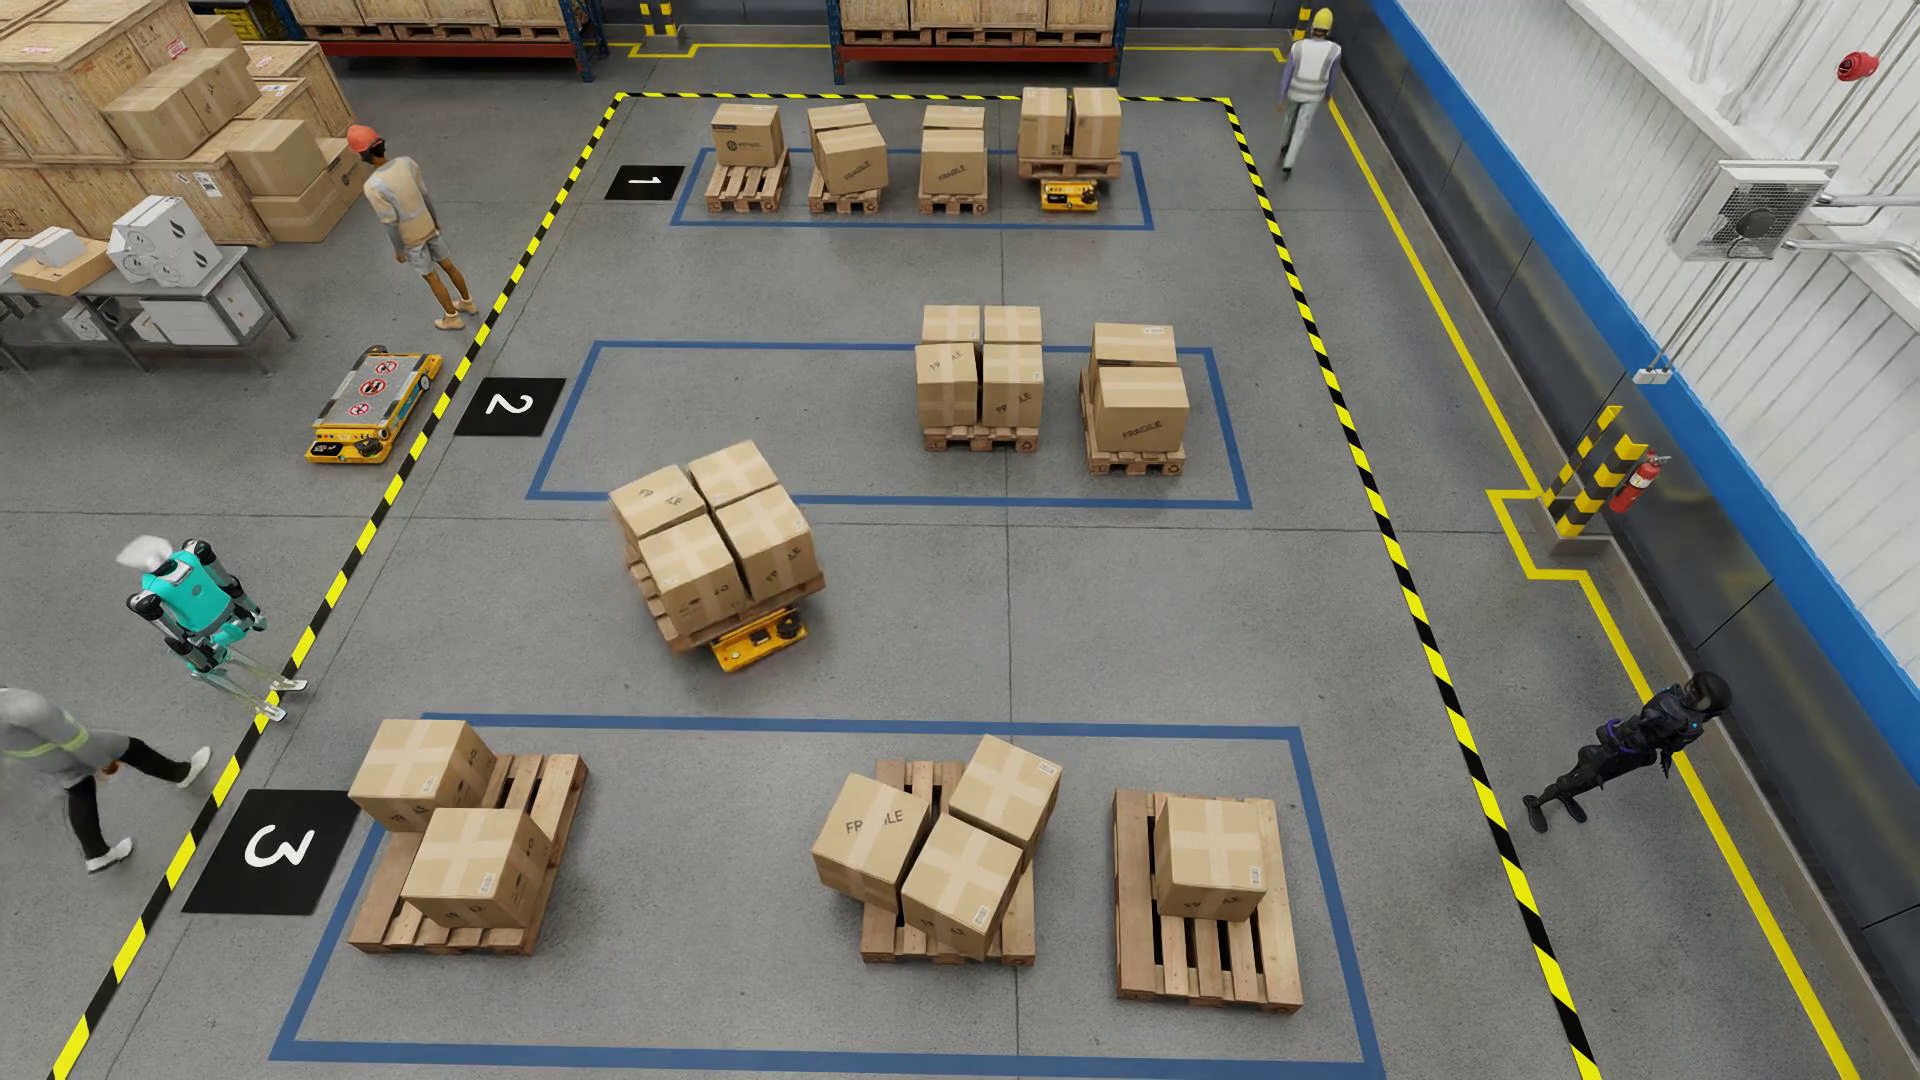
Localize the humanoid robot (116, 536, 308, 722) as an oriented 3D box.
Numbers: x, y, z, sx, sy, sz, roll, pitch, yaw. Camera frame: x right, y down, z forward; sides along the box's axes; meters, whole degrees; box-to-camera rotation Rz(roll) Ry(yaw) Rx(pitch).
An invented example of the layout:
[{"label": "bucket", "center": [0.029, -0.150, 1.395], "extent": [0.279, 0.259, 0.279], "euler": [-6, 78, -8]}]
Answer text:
[{"label": "humanoid robot", "center": [-4.862, 0.558, 5.845], "extent": [0.735, 1.677, 0.533], "euler": [9, 50, 8]}]

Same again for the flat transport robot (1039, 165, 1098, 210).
[{"label": "flat transport robot", "center": [1.295, -4.475, 11.136], "extent": [0.652, 0.197, 1.431], "euler": [1, 50, 1]}]

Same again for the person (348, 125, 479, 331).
[{"label": "person", "center": [-5.171, -2.911, 8.675], "extent": [0.379, 2.037, 0.605], "euler": [12, 51, 10]}]

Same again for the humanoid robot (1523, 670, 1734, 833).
[{"label": "humanoid robot", "center": [3.924, 1.252, 5.375], "extent": [0.599, 1.658, 0.315], "euler": [-7, 50, -6]}]

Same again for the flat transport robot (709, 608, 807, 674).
[{"label": "flat transport robot", "center": [-1.789, 0.326, 7.072], "extent": [0.652, 0.197, 1.431], "euler": [-25, 54, -20]}]

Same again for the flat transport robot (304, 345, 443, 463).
[{"label": "flat transport robot", "center": [-5.383, -1.269, 8.441], "extent": [0.659, 0.231, 1.431], "euler": [1, 50, 1]}]

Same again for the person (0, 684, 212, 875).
[{"label": "person", "center": [-5.237, 1.215, 5.327], "extent": [0.593, 1.827, 0.817], "euler": [0, 50, 0]}]

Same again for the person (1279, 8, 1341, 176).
[{"label": "person", "center": [4.090, -5.294, 10.852], "extent": [0.588, 1.789, 0.926], "euler": [22, 53, 17]}]
